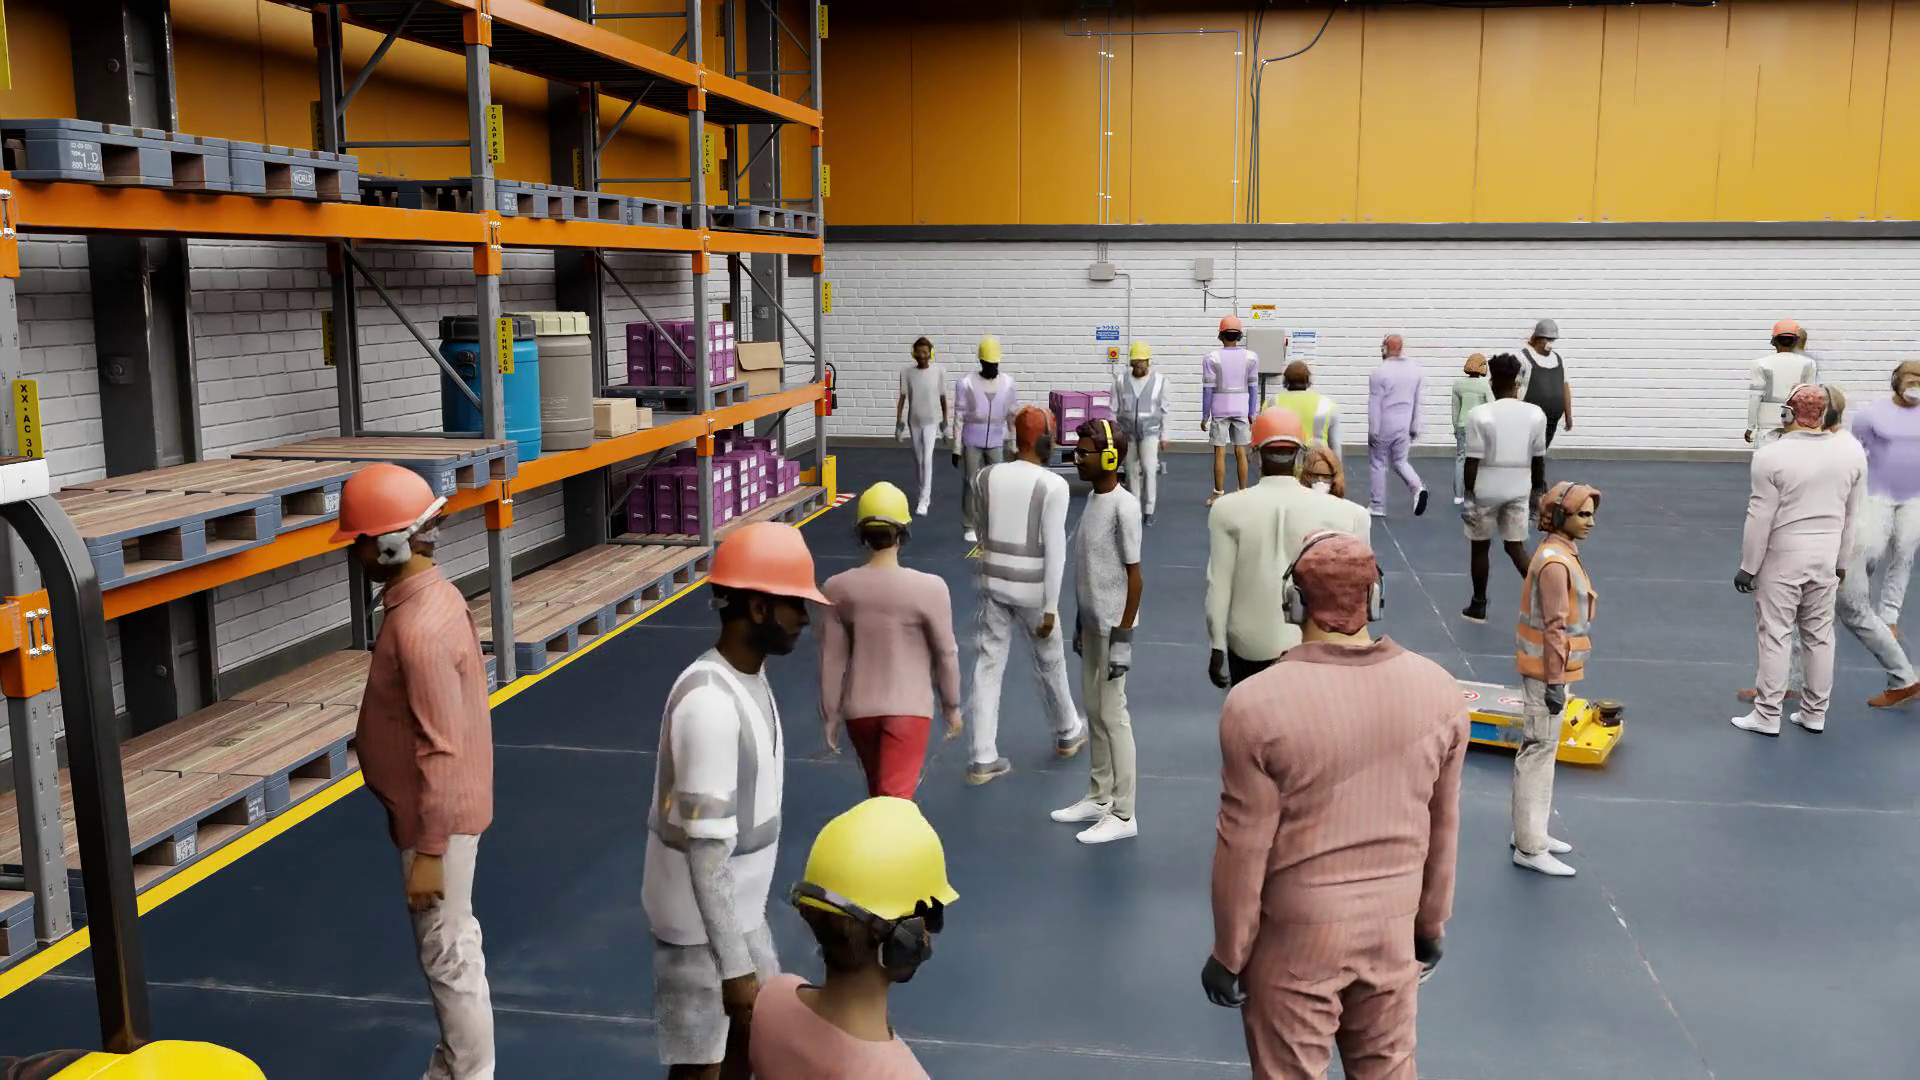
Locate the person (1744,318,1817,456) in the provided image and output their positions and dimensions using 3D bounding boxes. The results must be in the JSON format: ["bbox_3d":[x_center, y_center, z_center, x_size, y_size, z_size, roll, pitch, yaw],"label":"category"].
[{"bbox_3d":[8.024,-1.147,16.315,0.615,2.041,0.376,1,9,7],"label":"person"}]

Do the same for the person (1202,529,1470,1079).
[{"bbox_3d":[0.873,0.921,3.991,0.650,1.904,0.401,-3,10,-18],"label":"person"}]

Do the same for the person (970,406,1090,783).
[{"bbox_3d":[0.359,0.247,8.348,0.596,1.836,0.974,6,11,34],"label":"person"}]

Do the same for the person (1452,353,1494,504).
[{"bbox_3d":[5.486,-1.178,17.767,0.498,1.633,0.285,9,13,44],"label":"person"}]

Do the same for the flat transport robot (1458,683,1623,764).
[{"bbox_3d":[2.758,0.932,8.945,1.431,0.197,0.652,5,11,30],"label":"flat transport robot"}]

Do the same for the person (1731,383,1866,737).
[{"bbox_3d":[4.489,0.111,8.975,0.639,1.910,0.407,-2,9,-10],"label":"person"}]

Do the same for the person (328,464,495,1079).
[{"bbox_3d":[-1.508,0.774,4.651,0.401,1.984,0.612,-3,10,-17],"label":"person"}]

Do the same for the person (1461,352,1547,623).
[{"bbox_3d":[3.808,-0.331,11.605,0.608,1.946,0.755,-2,9,-10],"label":"person"}]

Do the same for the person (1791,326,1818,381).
[{"bbox_3d":[8.852,-1.295,17.596,0.633,1.929,0.517,-7,11,-36],"label":"person"}]

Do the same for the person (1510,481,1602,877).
[{"bbox_3d":[2.488,0.568,6.986,0.314,1.636,0.517,3,10,20],"label":"person"}]

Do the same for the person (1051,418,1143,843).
[{"bbox_3d":[0.619,0.395,7.338,0.316,1.870,0.531,-3,10,-17],"label":"person"}]

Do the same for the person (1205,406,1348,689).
[{"bbox_3d":[1.358,0.406,7.068,0.639,1.943,1.033,0,9,2],"label":"person"}]

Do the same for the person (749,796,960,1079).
[{"bbox_3d":[-0.219,1.252,2.532,0.835,1.740,0.516,-8,12,-39],"label":"person"}]

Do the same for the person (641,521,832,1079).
[{"bbox_3d":[-0.558,0.910,4.066,0.480,1.905,0.655,1,9,7],"label":"person"}]

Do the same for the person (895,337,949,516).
[{"bbox_3d":[-0.393,-1.204,17.356,0.536,1.830,0.960,1,9,8],"label":"person"}]

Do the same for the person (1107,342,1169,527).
[{"bbox_3d":[1.738,-1.033,16.328,0.591,1.806,0.689,2,9,14],"label":"person"}]

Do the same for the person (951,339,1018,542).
[{"bbox_3d":[0.223,-0.909,15.387,0.640,1.881,0.665,-3,10,-17],"label":"person"}]

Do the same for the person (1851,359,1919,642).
[{"bbox_3d":[6.398,-0.287,11.395,0.627,1.920,0.588,2,9,14],"label":"person"}]

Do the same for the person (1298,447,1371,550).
[{"bbox_3d":[1.803,0.345,8.402,0.512,1.629,0.307,4,10,24],"label":"person"}]

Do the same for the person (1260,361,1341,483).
[{"bbox_3d":[2.680,-0.516,13.169,0.627,1.807,0.935,3,10,17],"label":"person"}]

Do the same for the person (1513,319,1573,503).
[{"bbox_3d":[6.203,-1.357,17.619,0.693,2.000,0.904,-3,10,-19],"label":"person"}]

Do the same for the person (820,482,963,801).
[{"bbox_3d":[-0.288,0.649,6.244,0.520,1.722,0.921,4,10,23],"label":"person"}]

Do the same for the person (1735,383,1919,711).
[{"bbox_3d":[5.045,0.050,9.458,0.986,1.891,0.635,2,9,9],"label":"person"}]

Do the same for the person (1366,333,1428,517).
[{"bbox_3d":[4.397,-1.141,16.784,0.649,1.886,0.715,-5,10,-26],"label":"person"}]

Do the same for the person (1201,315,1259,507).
[{"bbox_3d":[2.827,-1.343,17.528,0.605,2.044,0.374,-1,9,-9],"label":"person"}]

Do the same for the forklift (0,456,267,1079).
[{"bbox_3d":[-2.328,0.975,2.765,2.313,2.155,1.214,1,9,9],"label":"forklift"}]
